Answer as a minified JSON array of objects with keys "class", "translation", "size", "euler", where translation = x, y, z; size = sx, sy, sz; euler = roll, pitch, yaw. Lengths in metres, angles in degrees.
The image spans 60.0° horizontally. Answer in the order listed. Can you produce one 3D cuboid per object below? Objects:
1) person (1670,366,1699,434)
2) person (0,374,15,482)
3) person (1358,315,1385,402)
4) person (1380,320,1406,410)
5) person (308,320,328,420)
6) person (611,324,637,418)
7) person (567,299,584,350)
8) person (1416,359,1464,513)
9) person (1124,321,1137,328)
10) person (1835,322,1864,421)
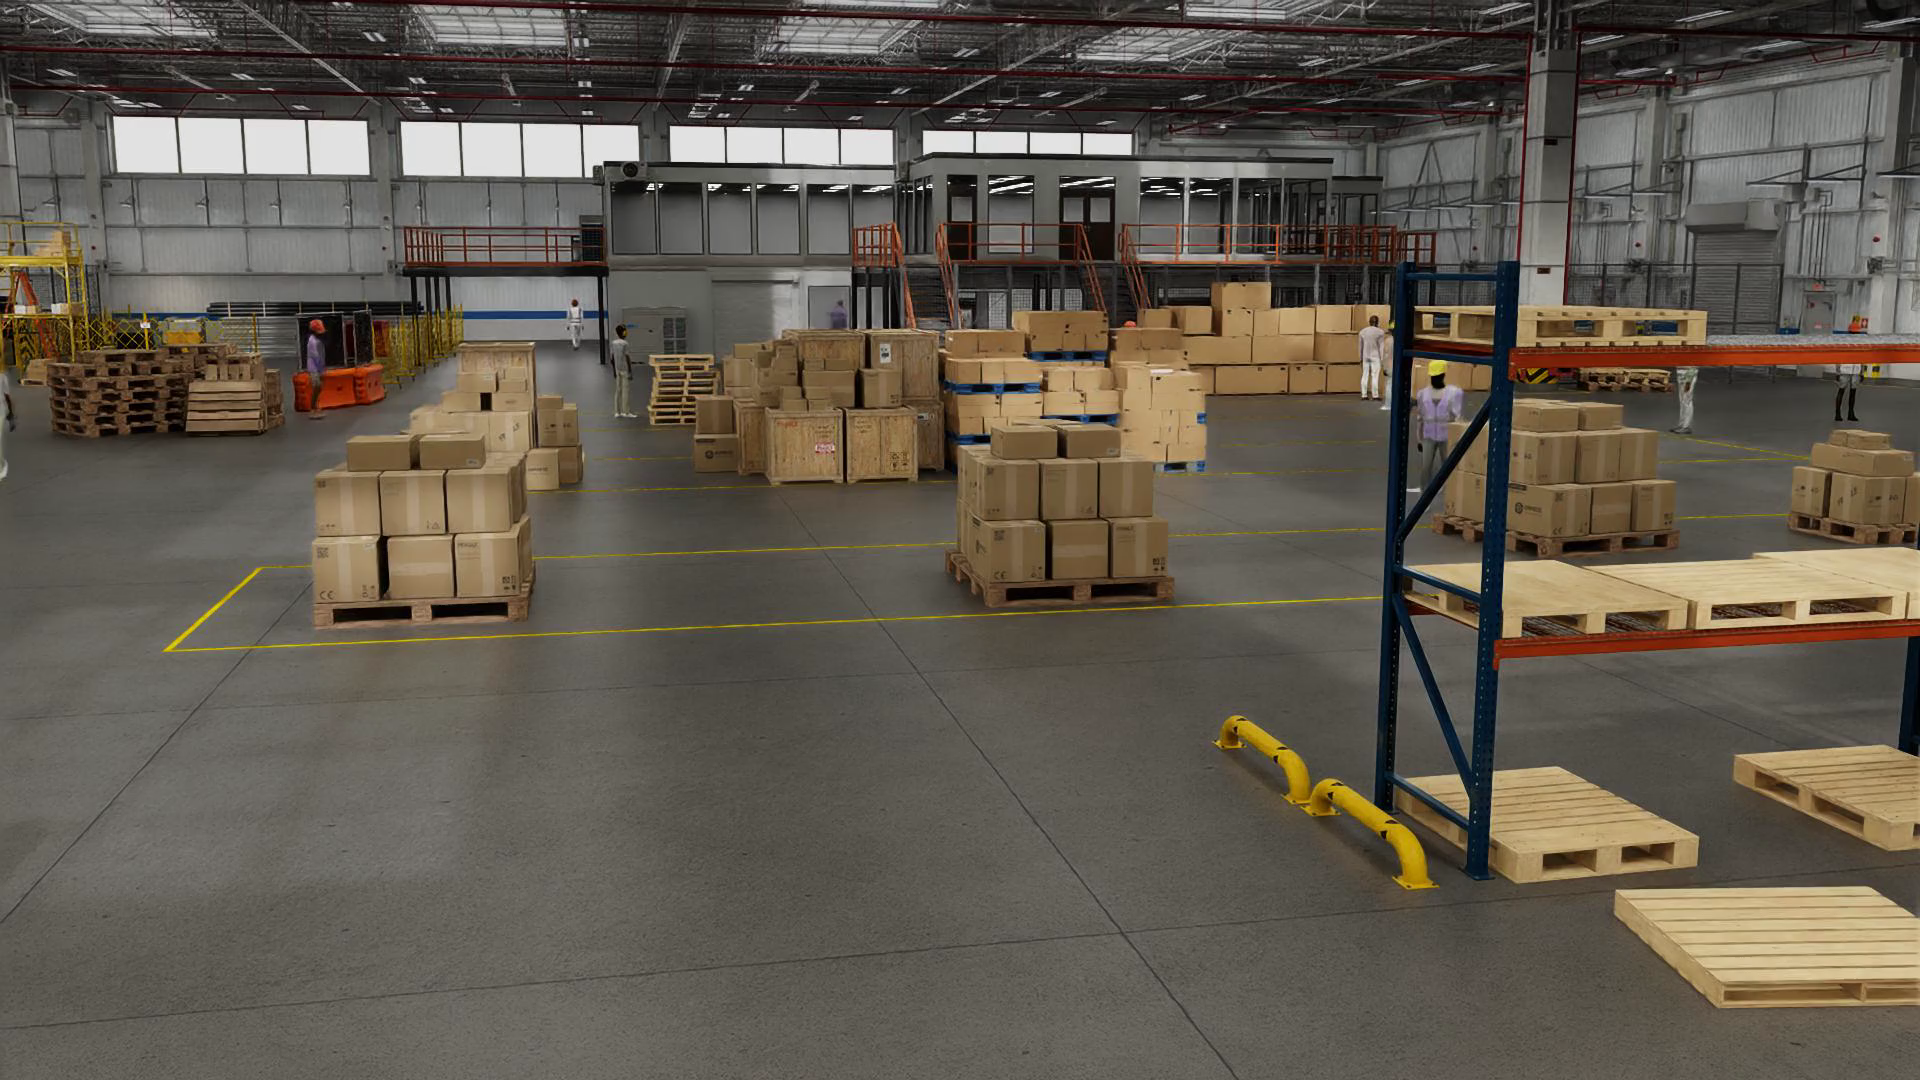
[{"class":"person","translation":[13.112,-2.885,30.046],"size":[0.392,1.946,0.614],"euler":[2,9,11]},{"class":"person","translation":[-13.624,-1.744,23.453],"size":[0.533,1.845,0.855],"euler":[-2,9,-10]},{"class":"person","translation":[9.235,-4.071,37.307],"size":[0.630,1.935,0.366],"euler":[9,13,43]},{"class":"person","translation":[9.117,-3.642,34.769],"size":[0.602,1.910,0.673],"euler":[-4,10,-21]},{"class":"person","translation":[-12.658,-3.353,32.807],"size":[0.391,1.988,0.719],"euler":[-3,10,-18]},{"class":"person","translation":[-6.725,-3.366,33.199],"size":[0.532,1.876,0.321],"euler":[7,12,37]},{"class":"person","translation":[-13.949,-7.799,60.312],"size":[0.585,1.852,0.926],"euler":[-2,10,-13]},{"class":"person","translation":[5.917,-1.294,20.520],"size":[0.587,1.897,0.846],"euler":[5,11,30]},{"class":"person","translation":[3.225,-3.146,31.488],"size":[0.612,1.997,0.376],"euler":[-7,12,-38]},{"class":"person","translation":[17.426,-3.289,32.539],"size":[0.543,1.938,0.357],"euler":[1,9,5]}]
